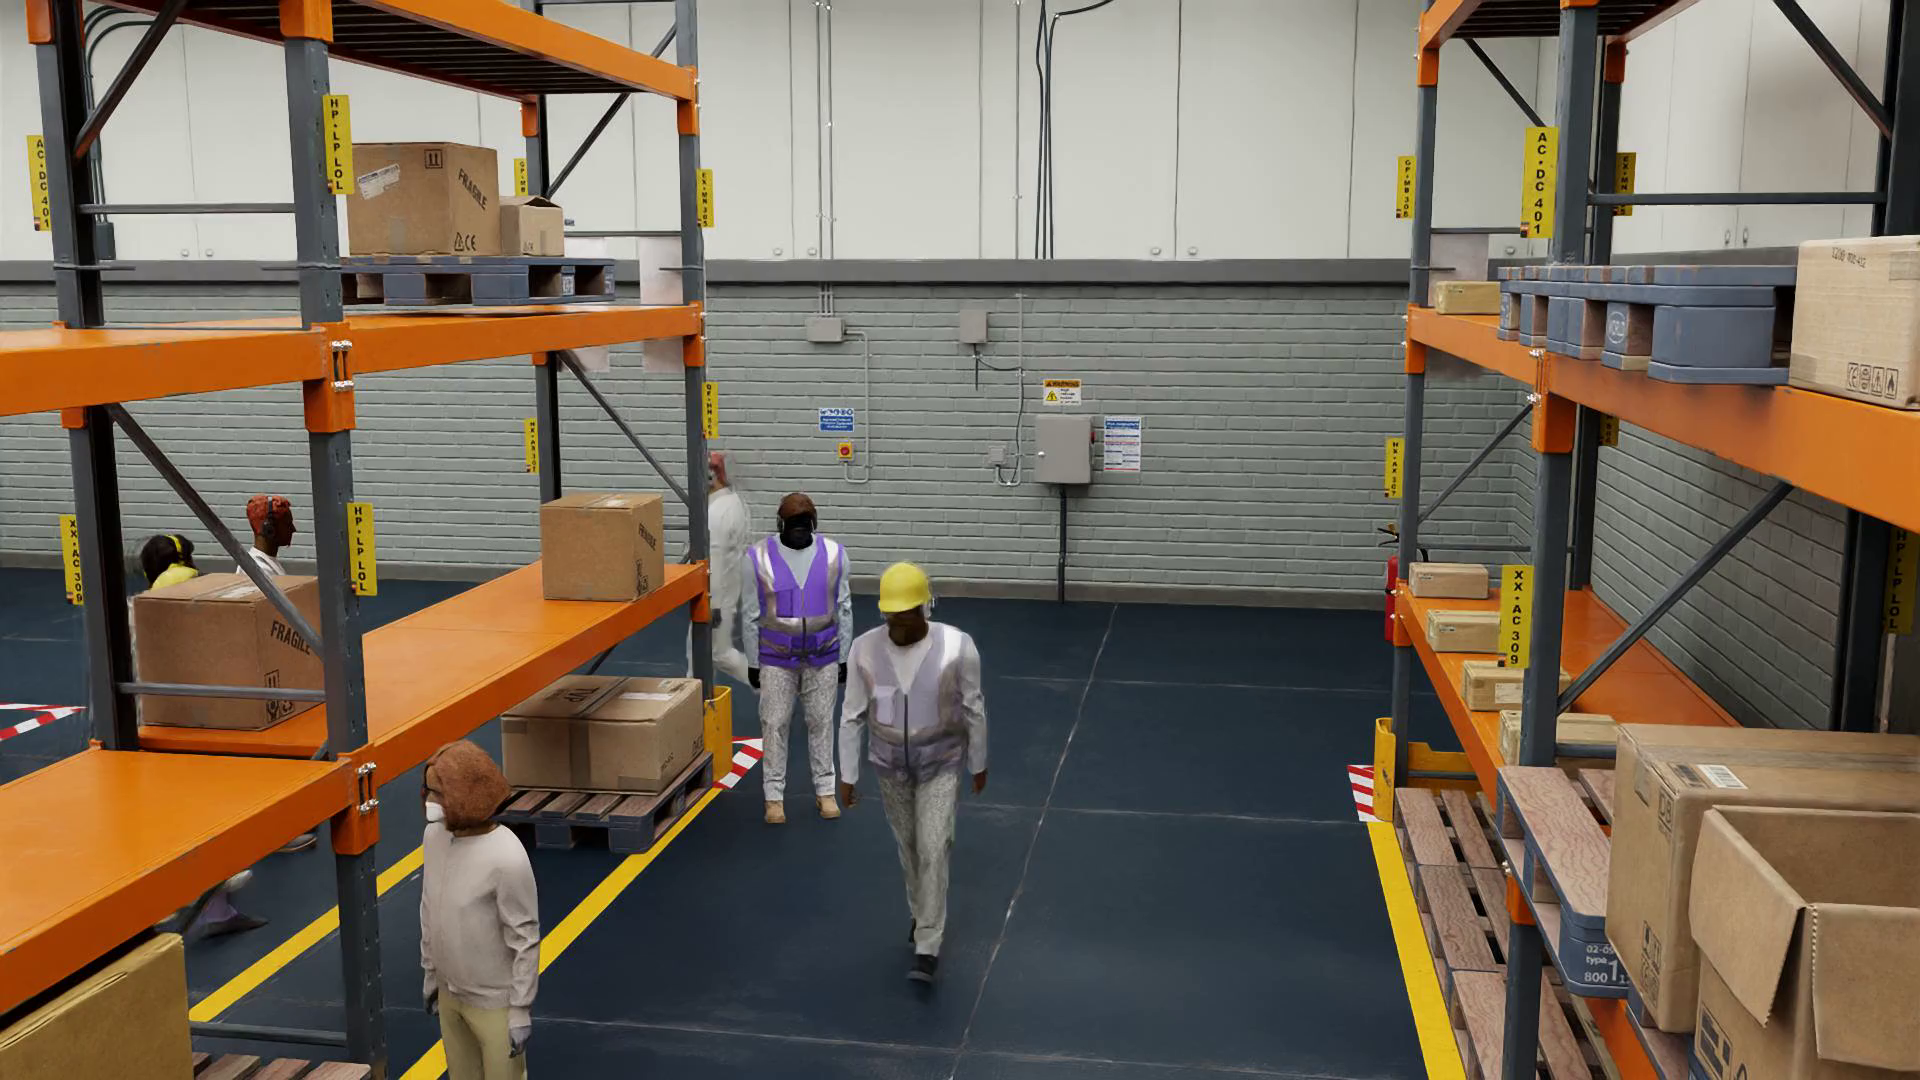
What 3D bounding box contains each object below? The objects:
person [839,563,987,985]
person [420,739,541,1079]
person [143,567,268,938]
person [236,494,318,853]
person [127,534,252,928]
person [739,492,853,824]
[{"bbox_3d":[-0.228,0.987,7.158,0.625,1.788,0.873,2,9,13],"label":"person"},{"bbox_3d":[-1.479,1.403,5.097,0.507,1.631,0.267,7,12,38],"label":"person"},{"bbox_3d":[-3.541,0.985,7.362,0.743,1.734,0.537,-5,11,-29],"label":"person"},{"bbox_3d":[-3.615,0.694,8.734,0.346,1.879,0.580,-3,10,-20],"label":"person"},{"bbox_3d":[-3.621,0.875,7.727,0.546,1.828,0.840,7,12,38],"label":"person"},{"bbox_3d":[-0.891,0.645,9.170,0.616,1.835,0.429,-2,10,-14],"label":"person"}]
